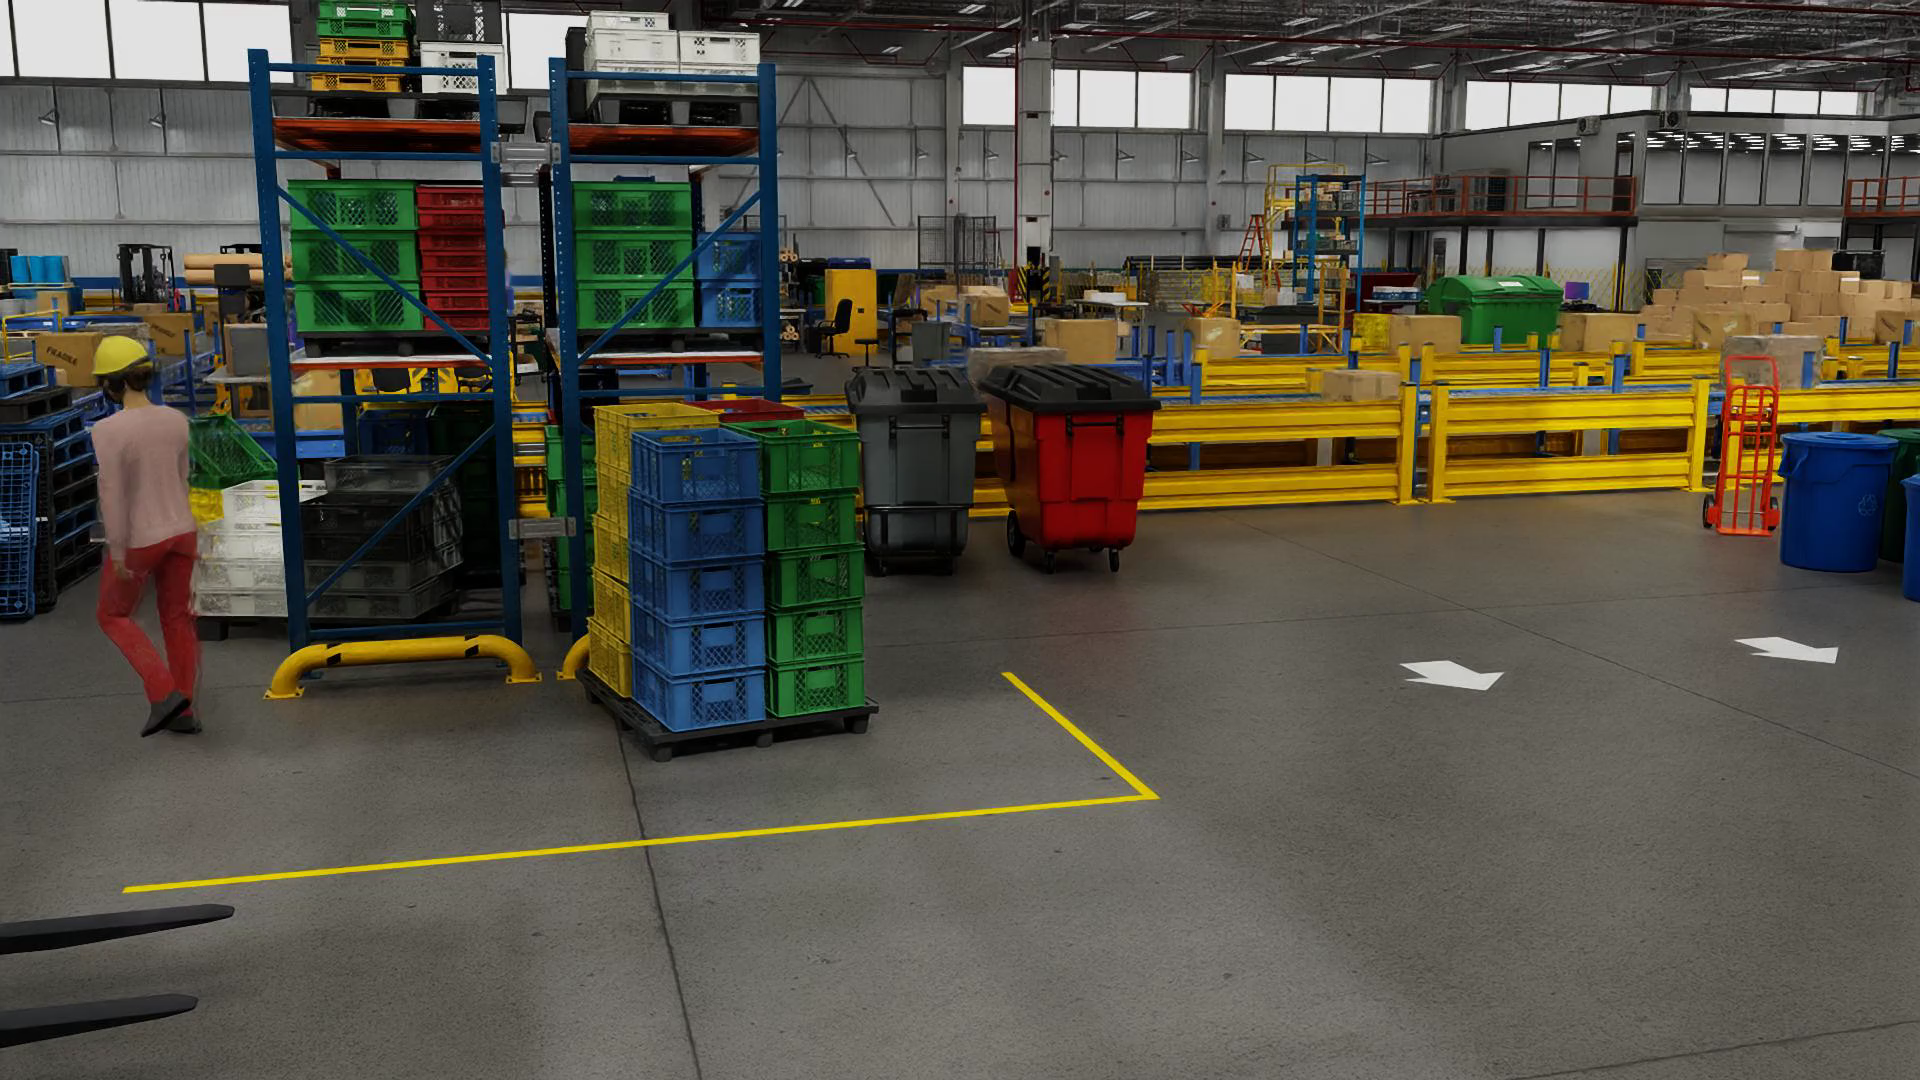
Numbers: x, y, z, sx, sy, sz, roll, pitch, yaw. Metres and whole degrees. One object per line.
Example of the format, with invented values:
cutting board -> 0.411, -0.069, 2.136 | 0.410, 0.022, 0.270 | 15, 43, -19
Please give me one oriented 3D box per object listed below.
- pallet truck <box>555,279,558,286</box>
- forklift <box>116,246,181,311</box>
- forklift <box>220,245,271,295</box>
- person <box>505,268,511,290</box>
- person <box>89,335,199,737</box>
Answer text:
pallet truck -> -10.604, -6.375, 44.520 | 0.653, 1.274, 1.630 | -3, 10, -15
forklift -> -19.966, -6.232, 40.894 | 1.157, 1.987, 2.680 | -3, 10, -15
forklift -> -17.749, -6.334, 41.440 | 1.157, 1.987, 2.680 | -3, 10, -17
person -> -9.982, -5.212, 35.883 | 0.617, 2.027, 0.466 | 5, 11, 27
person -> -3.514, -0.004, 7.180 | 0.371, 1.747, 0.521 | 4, 11, 23
